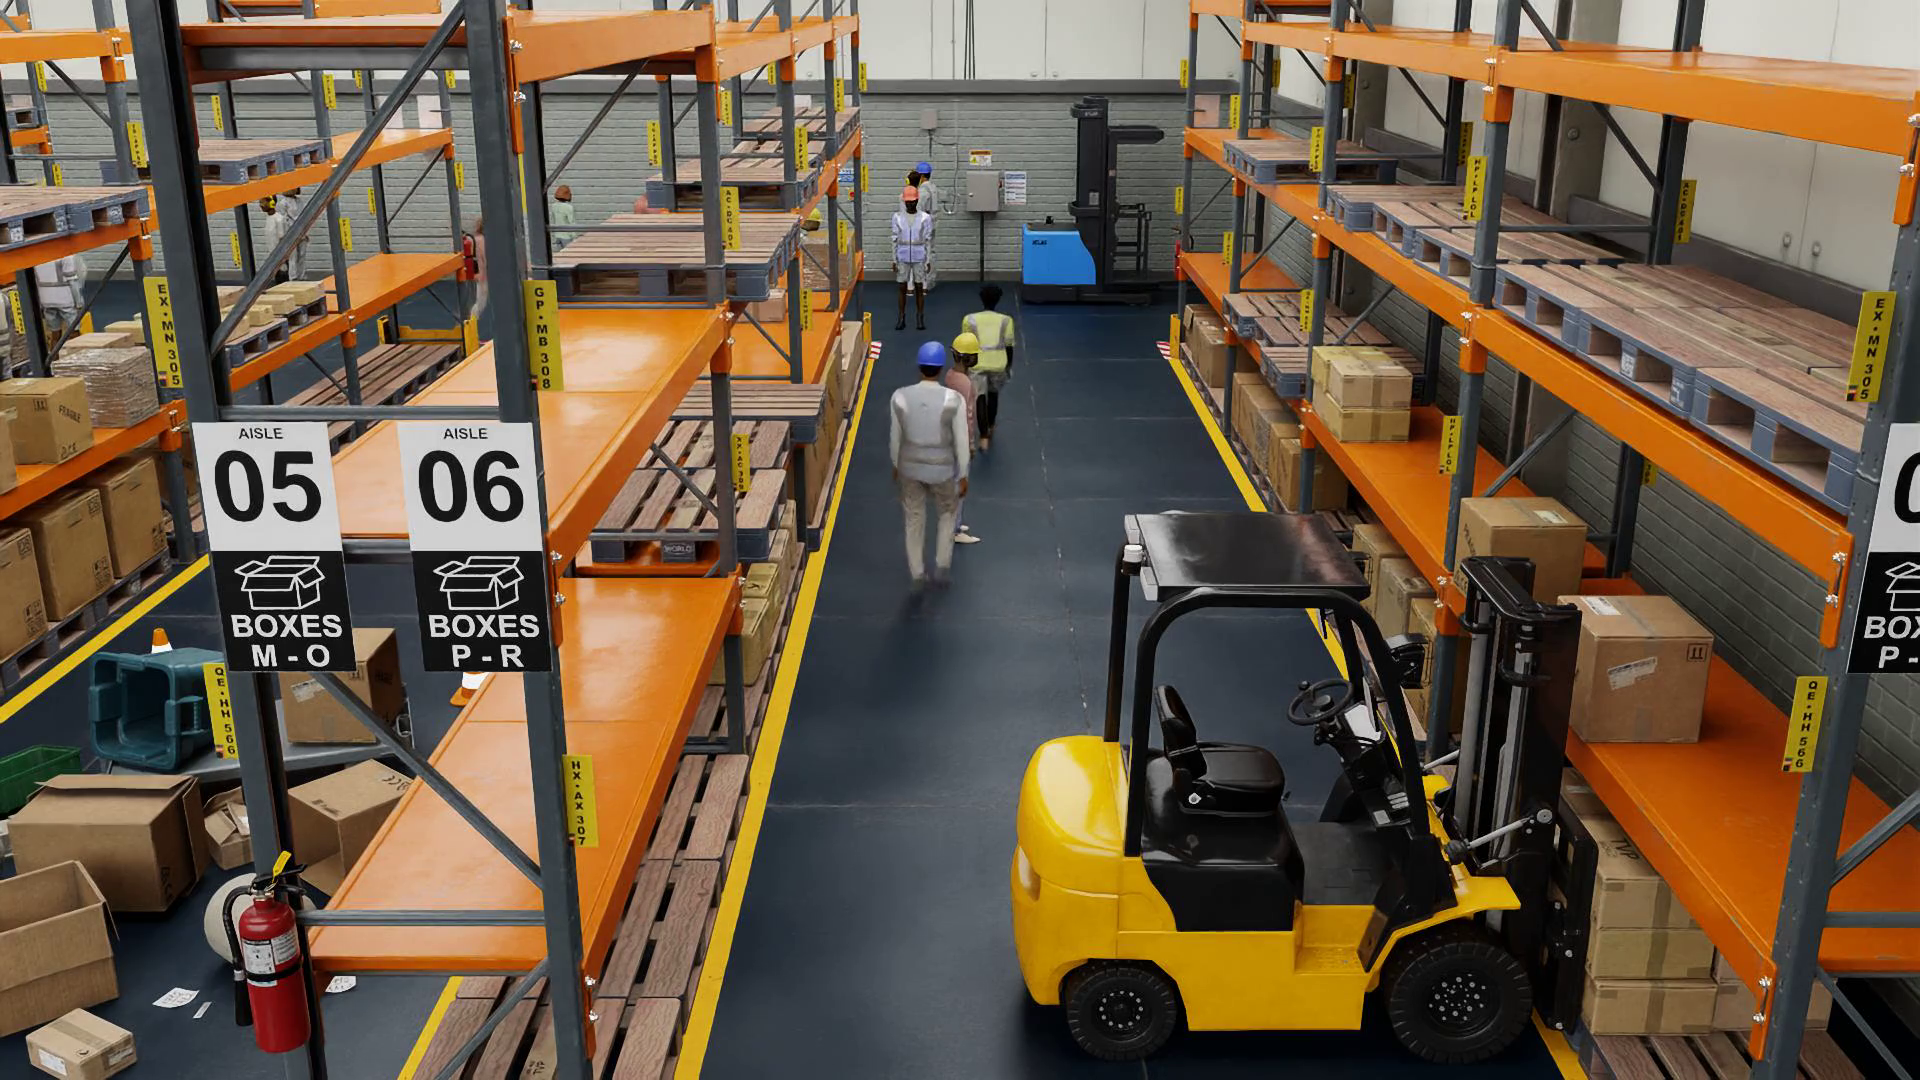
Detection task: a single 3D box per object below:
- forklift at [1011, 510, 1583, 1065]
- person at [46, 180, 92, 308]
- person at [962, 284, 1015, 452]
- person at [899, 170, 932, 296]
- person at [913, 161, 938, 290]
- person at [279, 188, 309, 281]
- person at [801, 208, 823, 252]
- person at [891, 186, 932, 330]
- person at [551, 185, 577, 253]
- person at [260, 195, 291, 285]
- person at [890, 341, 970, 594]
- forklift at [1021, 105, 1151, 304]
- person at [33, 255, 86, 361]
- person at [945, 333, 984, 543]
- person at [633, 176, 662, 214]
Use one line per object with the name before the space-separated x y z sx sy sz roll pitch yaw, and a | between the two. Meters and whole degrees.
forklift | 1.387 1.055 7.378 2.313 2.155 1.214 0 18 0
person | -12.820 -4.240 23.833 0.569 1.901 0.600 5 19 14
person | 0.269 -1.750 16.703 0.538 1.644 0.856 -2 18 -6
person | -0.680 -4.626 25.064 0.511 1.872 0.329 -5 19 -15
person | -0.533 -4.813 25.504 0.393 1.945 0.617 5 19 16
person | -10.086 -4.635 25.291 0.295 1.744 0.485 5 19 15
person | -1.933 -3.477 21.807 0.325 1.729 0.494 -1 18 -2
person | -0.655 -3.806 22.475 0.543 1.939 0.360 1 18 2
person | -5.996 -4.568 25.277 0.503 1.628 0.276 15 24 38
person | -9.255 -3.804 22.602 0.326 1.861 0.508 -15 23 -38
person | -0.232 -0.542 12.624 0.647 1.922 0.480 3 19 10
forklift | 1.857 -4.944 24.441 1.873 2.768 1.129 0 18 0
person | -10.505 -2.779 19.406 0.554 1.922 0.390 1 18 4
person | 0.024 -0.849 13.824 0.349 1.761 0.528 -5 19 -16
person | -4.375 -4.305 24.052 0.400 1.901 0.649 15 24 39
